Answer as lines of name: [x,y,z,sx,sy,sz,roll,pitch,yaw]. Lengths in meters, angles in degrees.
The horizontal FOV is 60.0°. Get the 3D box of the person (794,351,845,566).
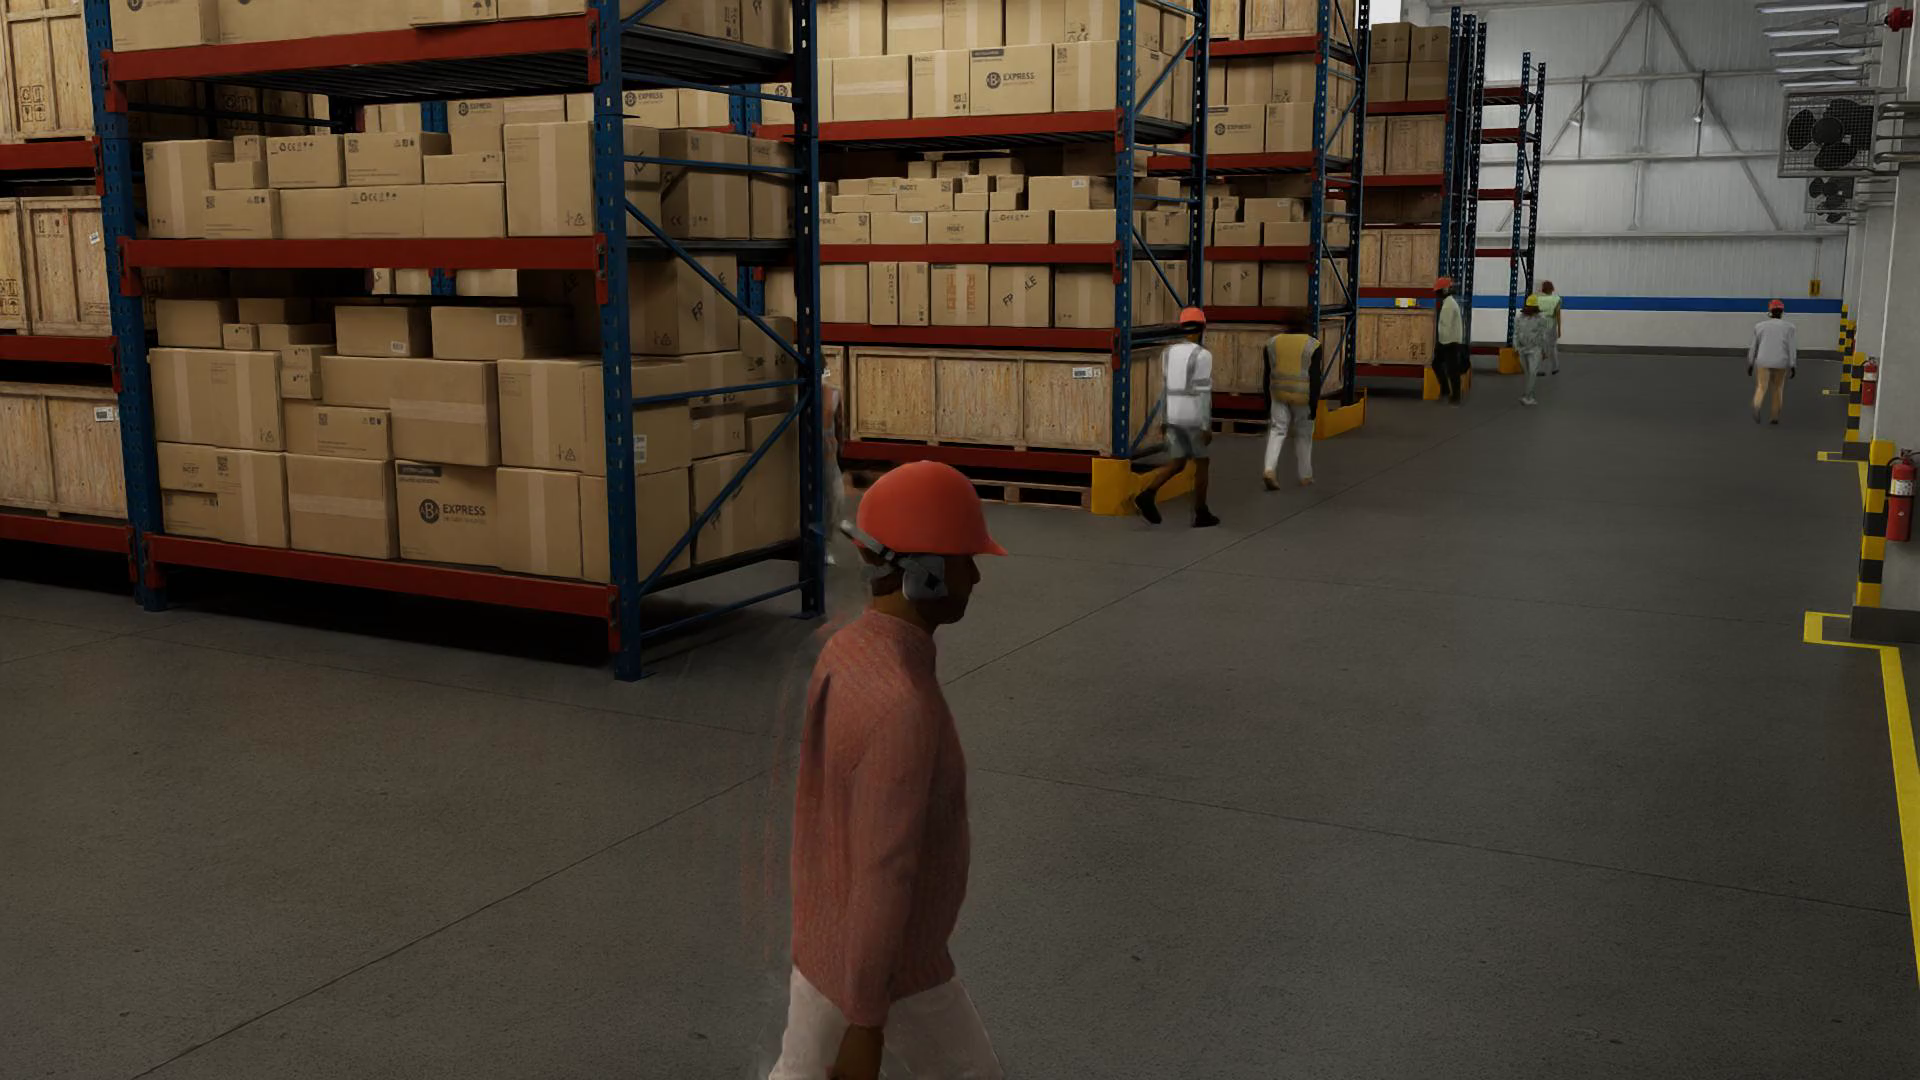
person: [-1.072,-0.572,12.183,0.539,1.625,0.381,-6,11,-31]

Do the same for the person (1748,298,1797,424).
person: [10.988,-2.404,22.521,0.594,1.723,0.668,6,11,30]

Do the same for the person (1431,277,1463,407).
person: [7.420,-3.011,25.327,0.569,1.956,0.685,2,10,11]

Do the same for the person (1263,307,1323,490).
person: [3.257,-1.391,16.433,0.633,1.812,0.907,6,11,31]

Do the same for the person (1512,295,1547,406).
person: [8.655,-2.877,25.339,0.480,1.687,0.930,8,12,38]

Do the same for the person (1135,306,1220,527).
person: [1.849,-1.028,14.063,0.773,1.895,0.595,-6,12,-33]

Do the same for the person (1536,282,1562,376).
person: [11.209,-4.028,31.751,0.594,1.781,0.967,8,12,37]

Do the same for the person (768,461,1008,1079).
person: [-0.153,0.806,3.355,1.050,1.941,0.614,-3,10,-19]
